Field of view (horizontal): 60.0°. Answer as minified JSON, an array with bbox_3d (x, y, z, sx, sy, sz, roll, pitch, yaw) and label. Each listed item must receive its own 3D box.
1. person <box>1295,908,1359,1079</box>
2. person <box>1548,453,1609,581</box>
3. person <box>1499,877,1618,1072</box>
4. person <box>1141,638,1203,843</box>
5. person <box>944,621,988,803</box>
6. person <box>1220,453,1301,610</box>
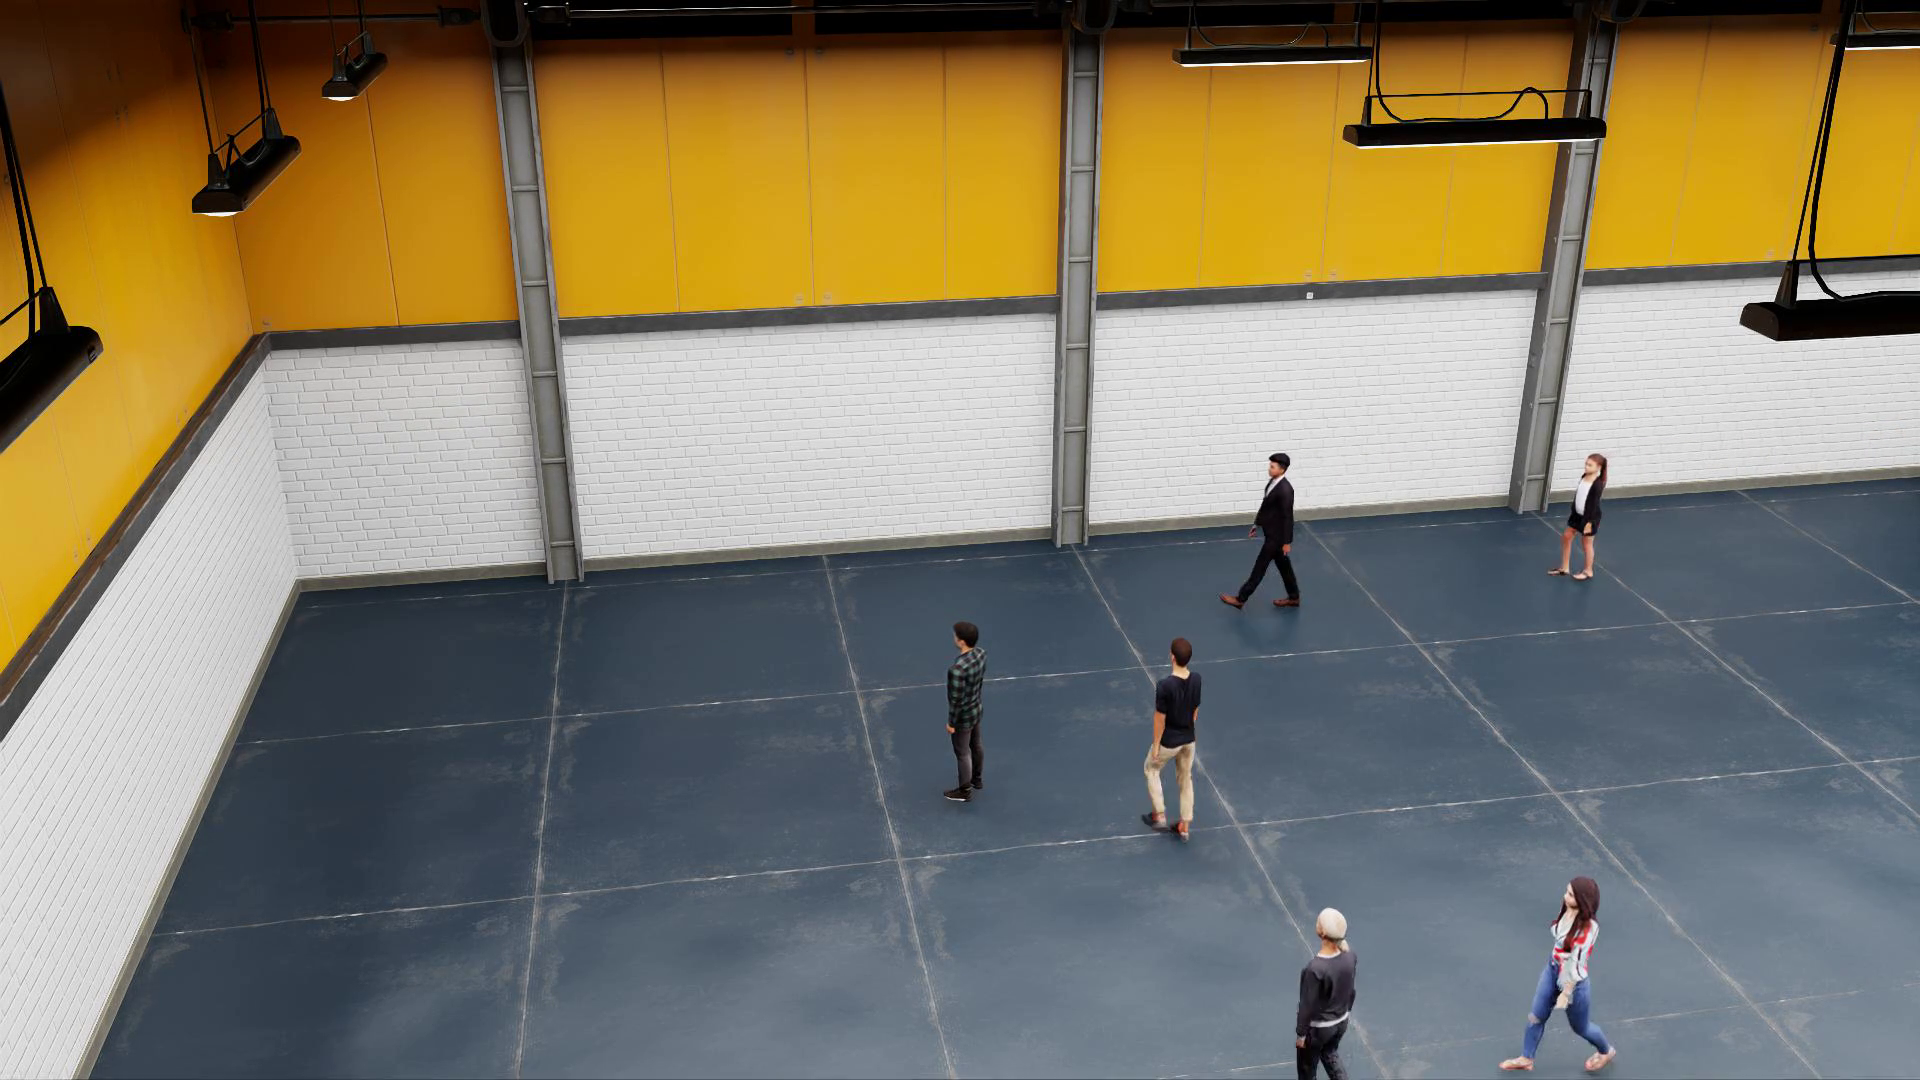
[{"bbox_3d":[2.440,3.175,10.898,0.806,1.717,0.833,-14,27,-29],"label":"person"},{"bbox_3d":[7.224,-0.272,19.004,0.754,1.541,0.594,-6,24,-13],"label":"person"},{"bbox_3d":[4.250,3.027,11.405,1.028,1.582,0.592,-4,24,-8],"label":"person"},{"bbox_3d":[1.870,1.733,14.048,0.754,1.836,0.837,-12,26,-25],"label":"person"},{"bbox_3d":[0.053,1.466,14.512,0.749,1.715,0.742,12,27,26],"label":"person"},{"bbox_3d":[3.549,-0.070,18.176,1.207,1.834,0.826,-1,24,-1],"label":"person"}]
